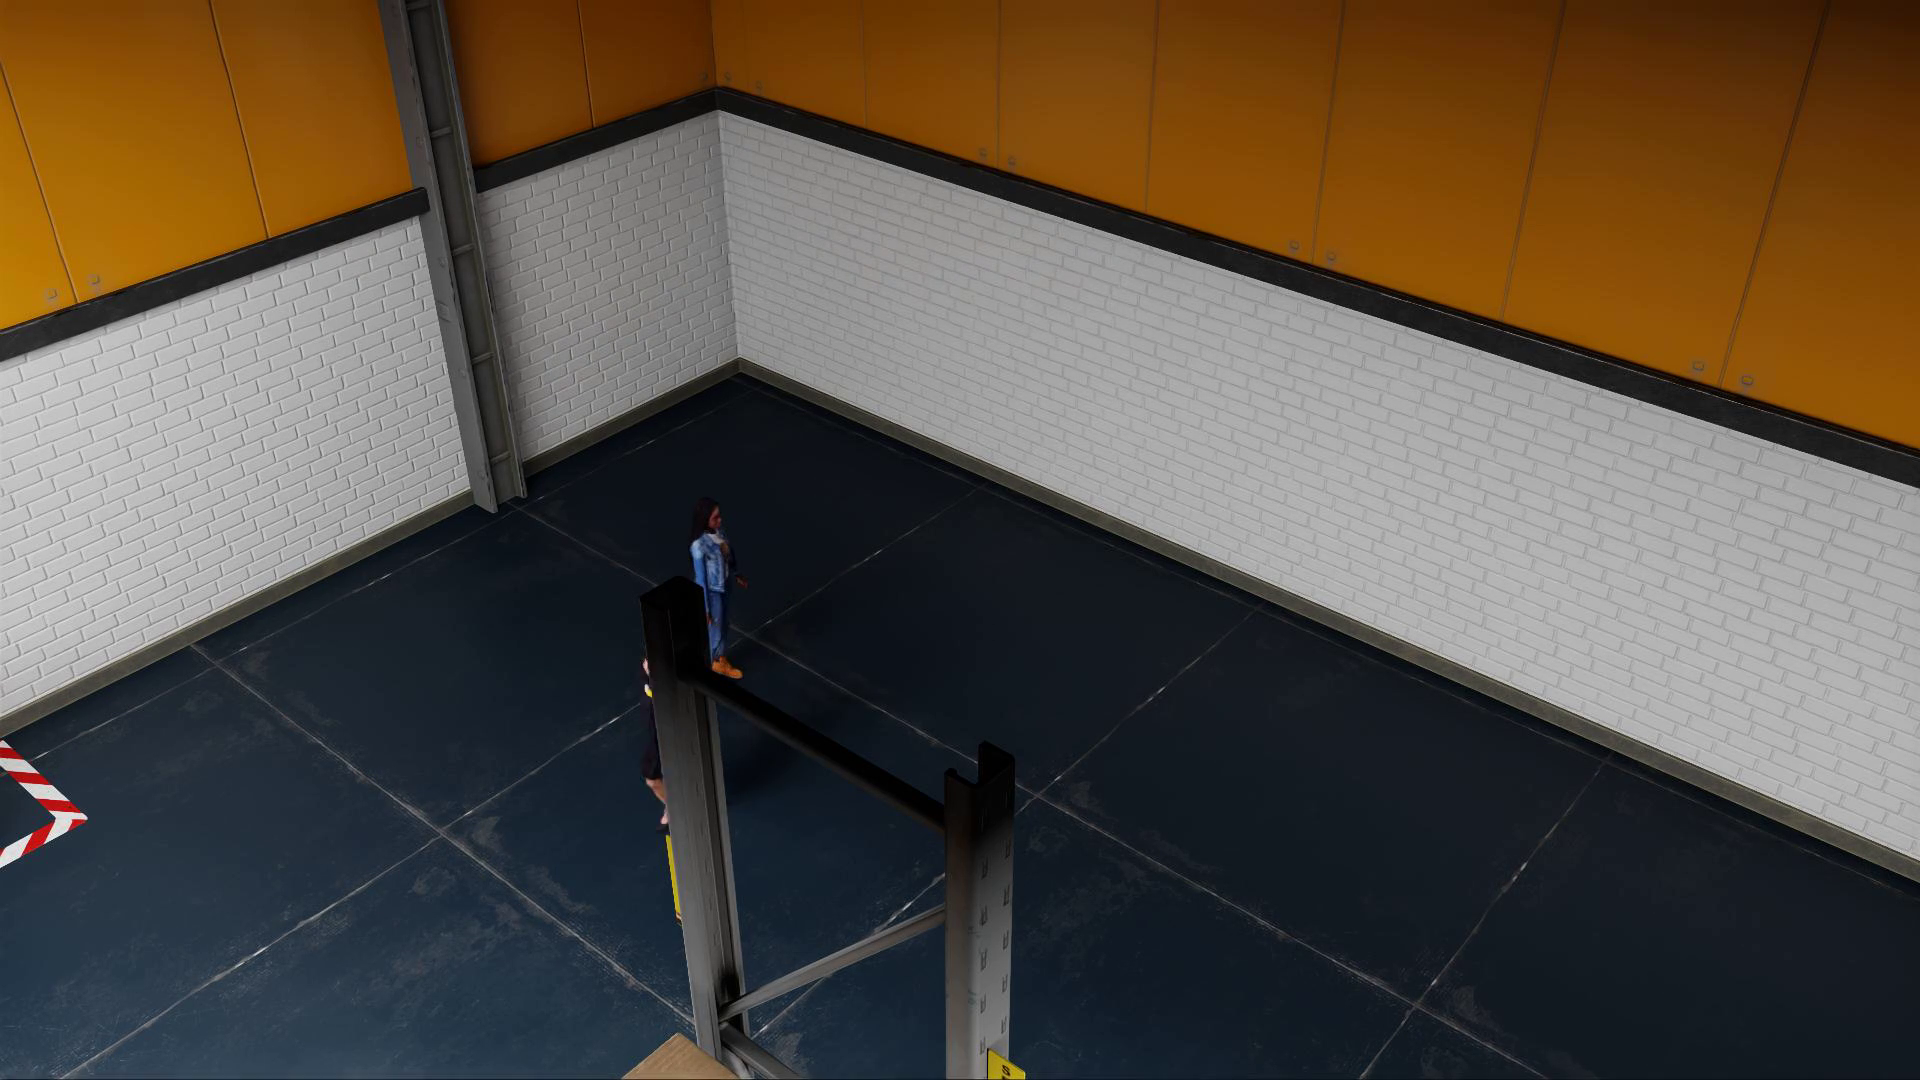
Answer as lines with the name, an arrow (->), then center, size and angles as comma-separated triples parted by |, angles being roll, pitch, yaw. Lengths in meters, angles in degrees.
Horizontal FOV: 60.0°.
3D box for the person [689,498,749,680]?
person -> -1.885, 0.411, 12.632 | 0.838, 1.707, 0.661 | 6, 34, 9
